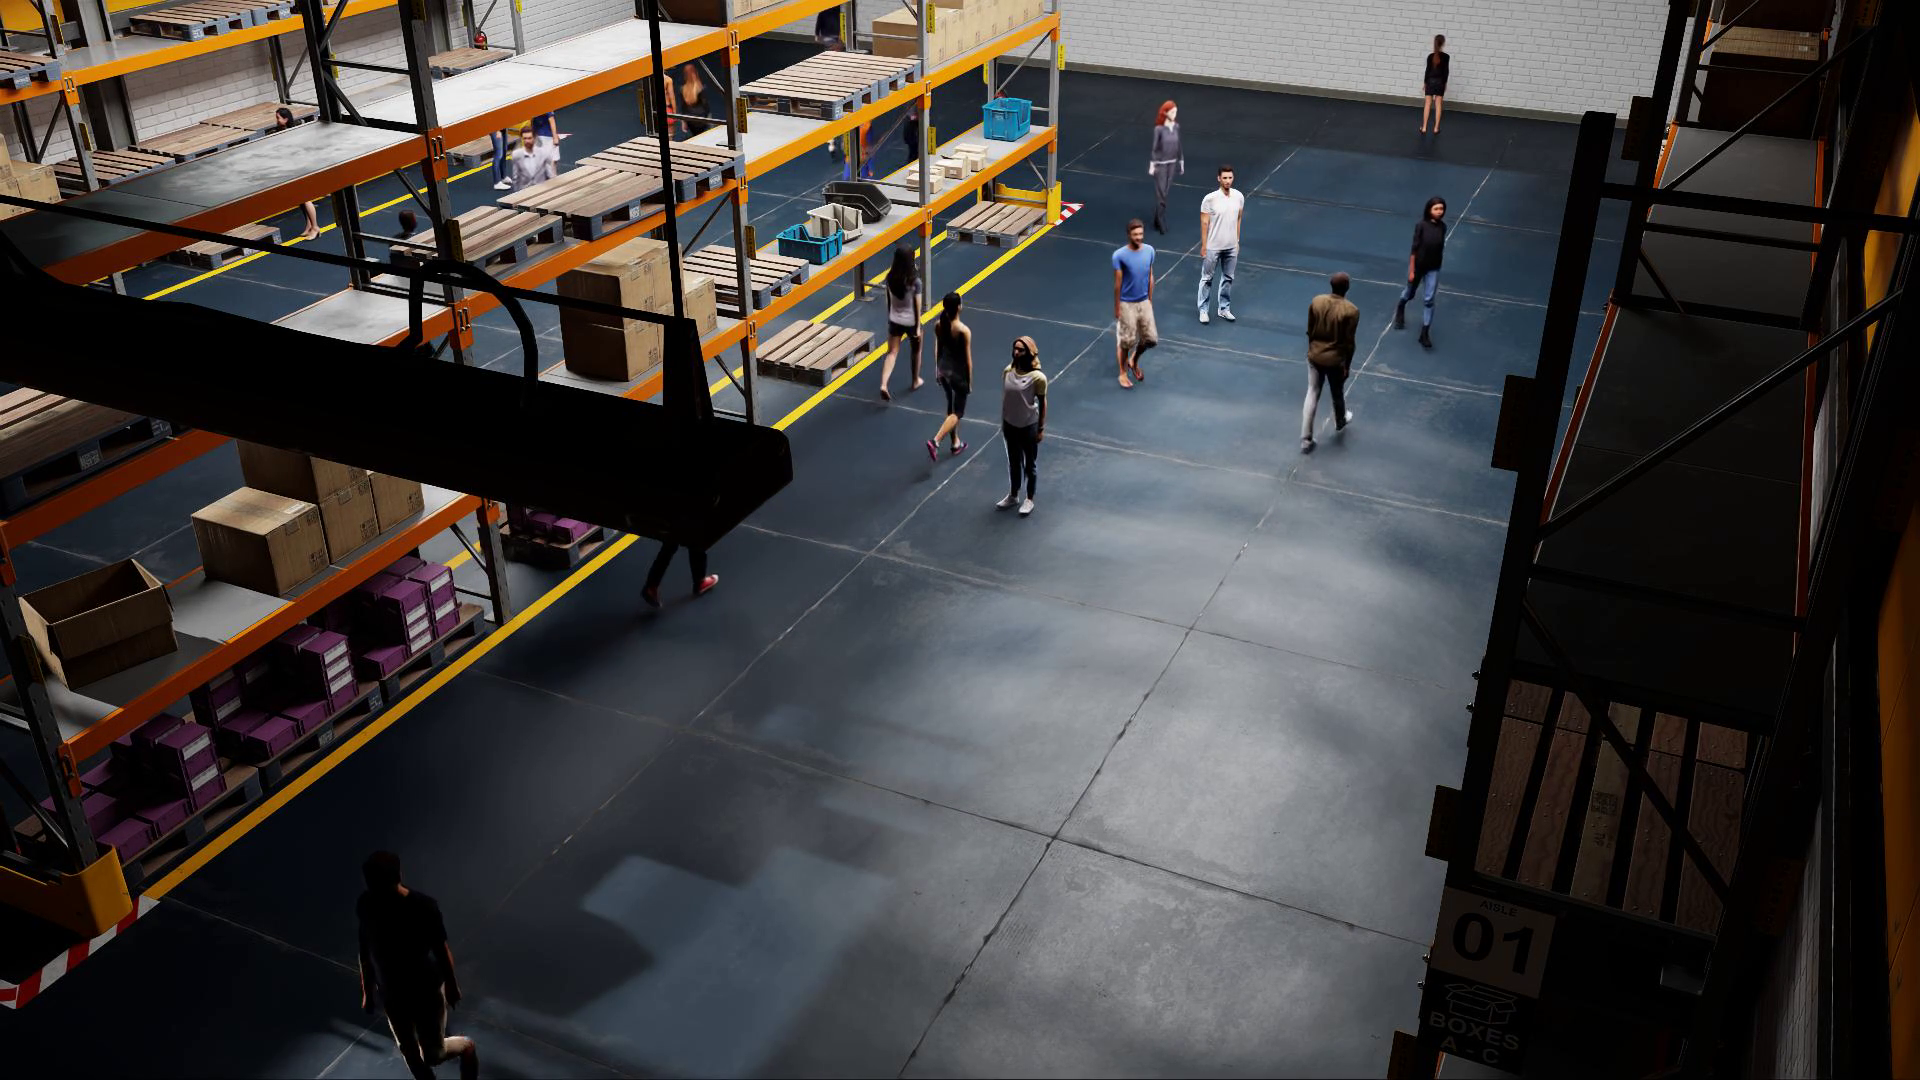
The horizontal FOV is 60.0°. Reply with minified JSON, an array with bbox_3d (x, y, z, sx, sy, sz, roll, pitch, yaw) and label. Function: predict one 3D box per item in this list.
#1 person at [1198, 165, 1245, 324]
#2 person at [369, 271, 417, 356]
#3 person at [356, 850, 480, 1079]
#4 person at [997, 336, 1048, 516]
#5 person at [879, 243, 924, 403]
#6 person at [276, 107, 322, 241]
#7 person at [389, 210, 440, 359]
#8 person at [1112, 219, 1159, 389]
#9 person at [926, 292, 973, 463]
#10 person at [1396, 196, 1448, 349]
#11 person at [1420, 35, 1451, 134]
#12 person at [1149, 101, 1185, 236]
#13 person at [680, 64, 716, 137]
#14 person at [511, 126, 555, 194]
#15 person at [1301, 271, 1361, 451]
[{"bbox_3d":[3.062,-3.484,19.512,0.755,1.866,0.787,-7,29,-12],"label":"person"},{"bbox_3d":[-5.661,-1.844,16.506,0.774,1.865,0.830,-9,30,-17],"label":"person"},{"bbox_3d":[-2.886,2.326,8.889,0.718,1.838,0.810,6,29,12],"label":"person"},{"bbox_3d":[0.571,-1.059,15.215,0.664,1.723,0.598,19,34,30],"label":"person"},{"bbox_3d":[-0.631,-2.264,17.469,0.590,1.679,1.051,12,31,21],"label":"person"},{"bbox_3d":[-8.848,-4.886,22.182,0.797,1.769,0.774,-19,34,-31],"label":"person"},{"bbox_3d":[-5.981,-2.691,18.141,0.725,1.785,0.797,10,30,18],"label":"person"},{"bbox_3d":[1.822,-2.574,17.861,0.804,1.849,0.861,-9,30,-16],"label":"person"},{"bbox_3d":[-0.122,-1.539,16.111,0.681,1.708,0.996,18,34,30],"label":"person"},{"bbox_3d":[5.271,-3.101,19.020,0.891,1.664,1.190,0,29,-1],"label":"person"},{"bbox_3d":[7.738,-7.427,27.065,0.585,1.555,0.598,6,29,12],"label":"person"},{"bbox_3d":[2.721,-5.064,22.509,0.799,1.769,0.855,-16,32,-27],"label":"person"},{"bbox_3d":[-3.923,-6.116,24.541,0.662,1.670,1.096,18,33,29],"label":"person"},{"bbox_3d":[-5.404,-4.392,21.211,0.934,1.832,1.036,-3,29,-6],"label":"person"},{"bbox_3d":[3.580,-1.740,16.389,0.862,1.793,1.156,18,33,30],"label":"person"}]
